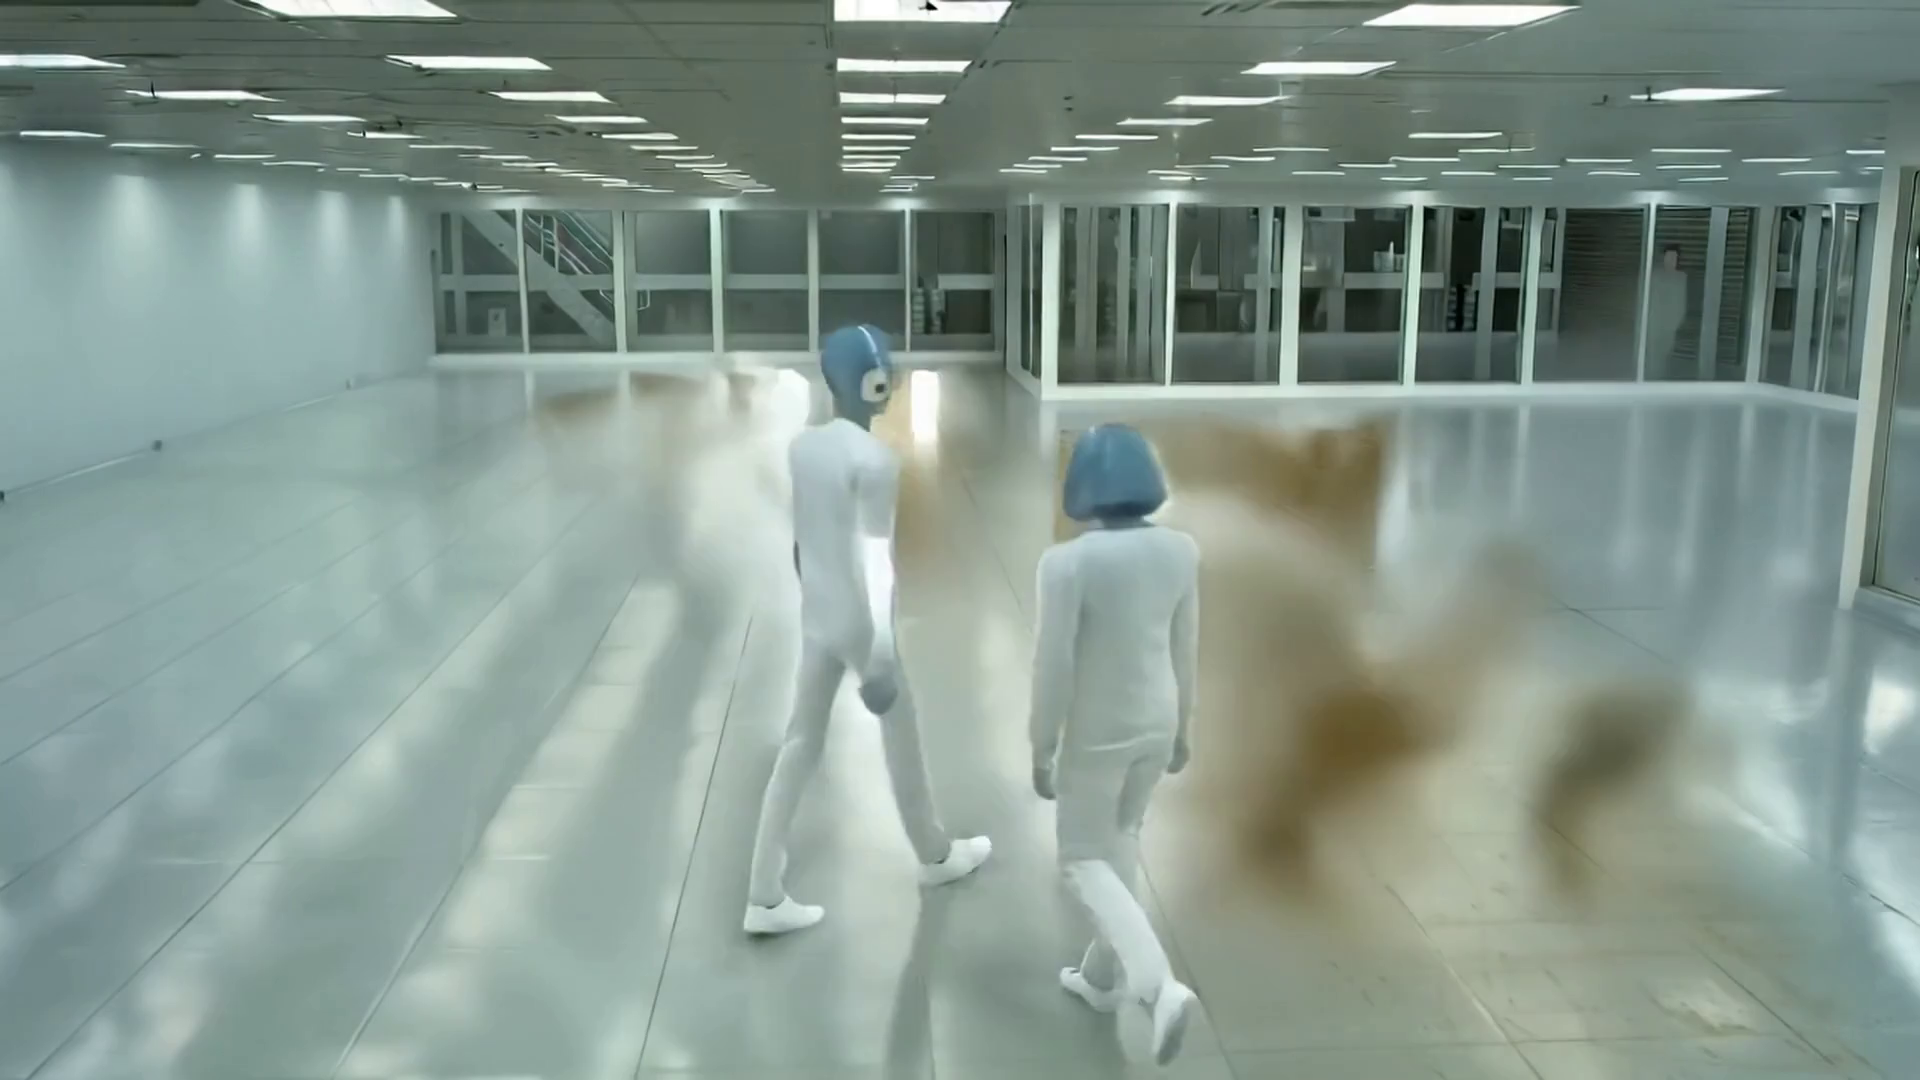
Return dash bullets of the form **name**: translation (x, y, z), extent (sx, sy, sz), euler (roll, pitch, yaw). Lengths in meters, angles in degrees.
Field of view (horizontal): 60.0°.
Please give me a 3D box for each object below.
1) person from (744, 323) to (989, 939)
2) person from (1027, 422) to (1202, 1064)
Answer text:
- **person**: translation (-0.313, 0.257, 5.050), extent (0.545, 1.818, 0.968), euler (10, 15, 43)
- **person**: translation (0.428, 0.512, 4.220), extent (0.506, 1.612, 0.637), euler (-6, 12, -30)
